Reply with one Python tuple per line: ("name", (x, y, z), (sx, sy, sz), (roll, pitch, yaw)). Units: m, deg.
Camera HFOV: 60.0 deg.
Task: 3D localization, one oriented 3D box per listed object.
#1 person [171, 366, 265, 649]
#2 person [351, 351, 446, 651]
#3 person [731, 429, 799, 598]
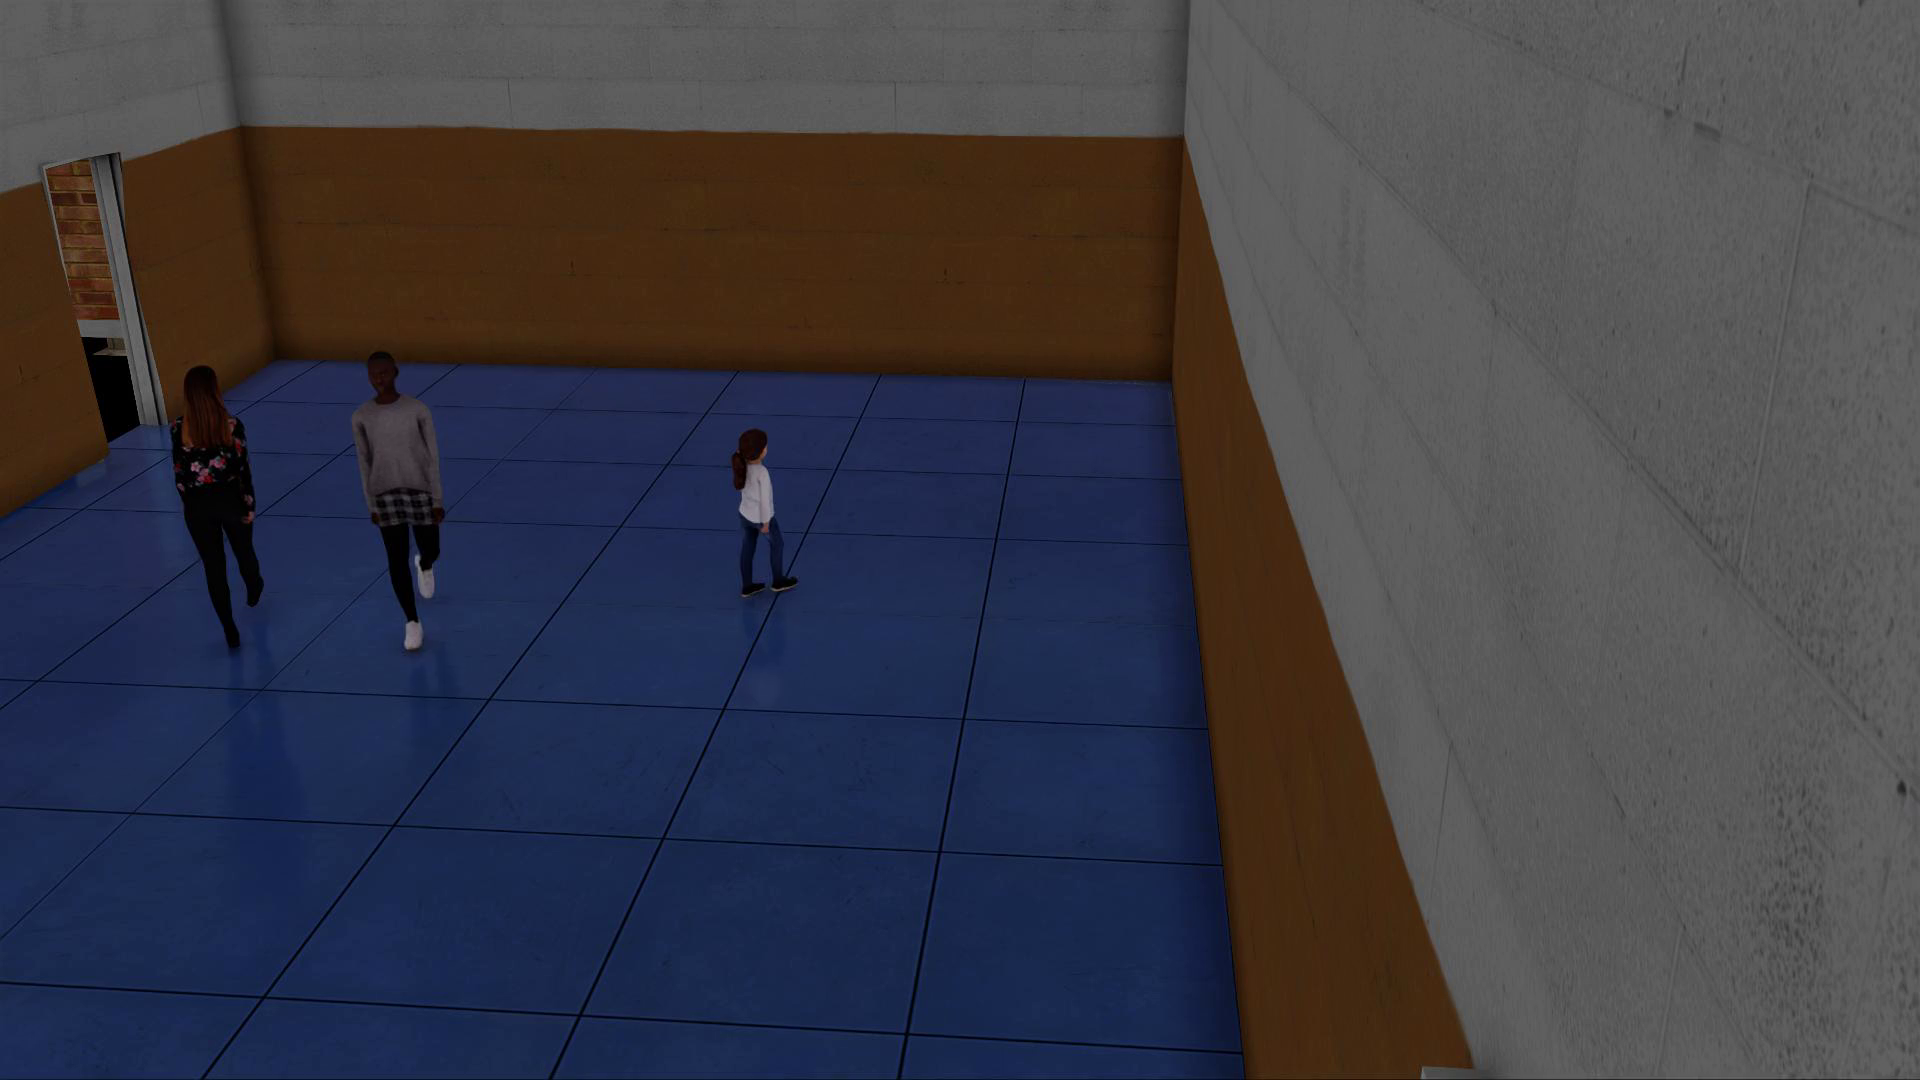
("person", (-4.354, -0.158, 9.734), (1.058, 1.640, 0.922), (-7, 23, -17))
("person", (-3.285, -0.277, 9.876), (1.056, 1.756, 0.919), (-6, 23, -14))
("person", (-1.321, -0.158, 10.460), (0.610, 1.099, 0.657), (18, 28, 37))
